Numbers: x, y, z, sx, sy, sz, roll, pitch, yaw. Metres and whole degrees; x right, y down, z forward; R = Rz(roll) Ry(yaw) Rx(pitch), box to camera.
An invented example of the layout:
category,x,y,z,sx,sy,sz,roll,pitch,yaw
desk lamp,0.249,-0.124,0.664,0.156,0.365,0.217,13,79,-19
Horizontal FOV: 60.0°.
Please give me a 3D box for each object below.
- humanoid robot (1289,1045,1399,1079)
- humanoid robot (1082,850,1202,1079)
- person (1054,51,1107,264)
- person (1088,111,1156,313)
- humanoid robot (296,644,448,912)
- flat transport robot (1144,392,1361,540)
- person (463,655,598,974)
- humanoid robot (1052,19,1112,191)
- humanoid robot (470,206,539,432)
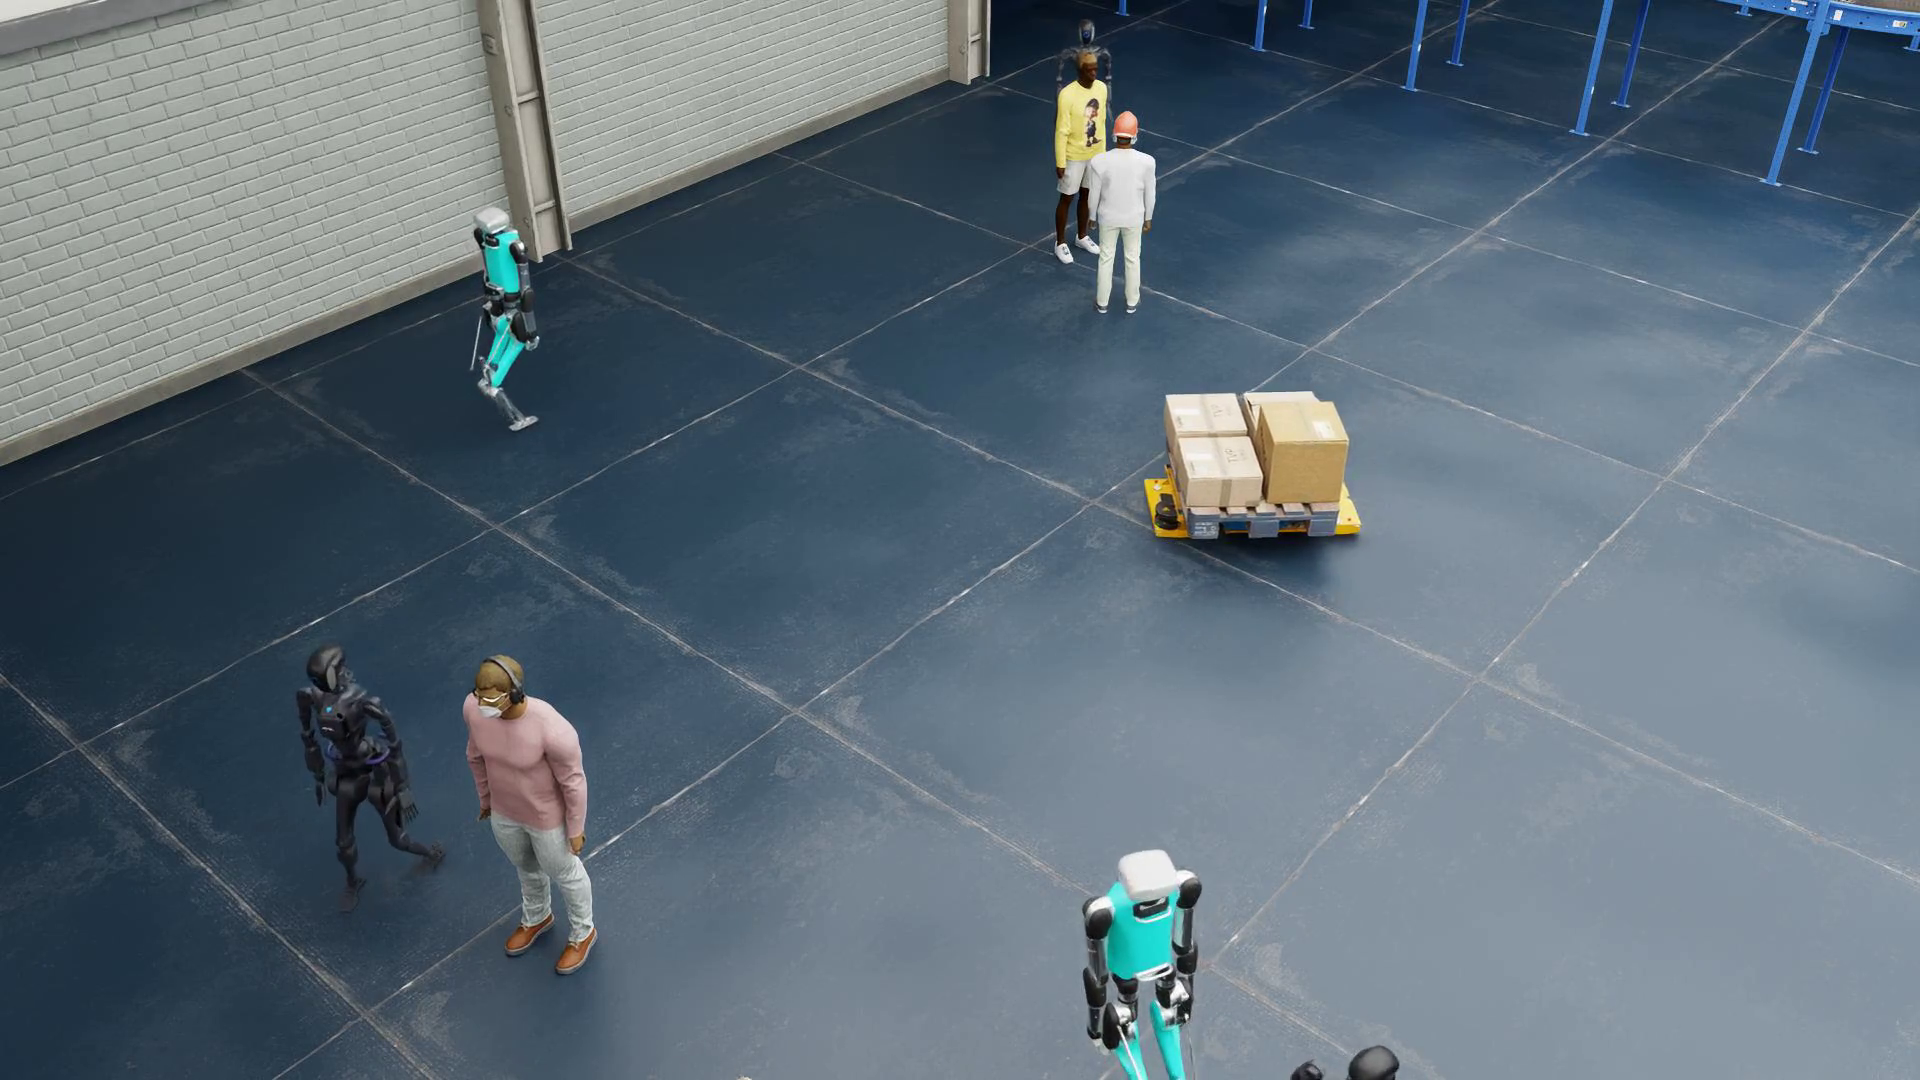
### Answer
category,x,y,z,sx,sy,sz,roll,pitch,yaw
humanoid robot,1.390,2.563,6.612,0.662,1.638,0.630,-28,44,-33
humanoid robot,0.858,2.161,7.111,0.532,1.807,0.725,-14,38,-19
person,1.071,-3.415,14.779,0.555,1.897,0.357,-22,41,-28
person,1.348,-2.735,13.947,0.560,1.752,0.325,2,36,3
humanoid robot,-3.048,1.205,8.516,0.589,1.646,0.521,7,36,10
flat transport robot,2.059,-0.283,11.785,1.431,0.231,0.659,-1,35,-2
person,-2.089,1.322,8.093,0.637,1.937,0.358,15,38,20
humanoid robot,1.182,-4.291,16.215,0.585,1.629,0.652,-3,36,-4
humanoid robot,-3.443,-1.516,12.281,0.542,1.834,0.662,26,43,31
